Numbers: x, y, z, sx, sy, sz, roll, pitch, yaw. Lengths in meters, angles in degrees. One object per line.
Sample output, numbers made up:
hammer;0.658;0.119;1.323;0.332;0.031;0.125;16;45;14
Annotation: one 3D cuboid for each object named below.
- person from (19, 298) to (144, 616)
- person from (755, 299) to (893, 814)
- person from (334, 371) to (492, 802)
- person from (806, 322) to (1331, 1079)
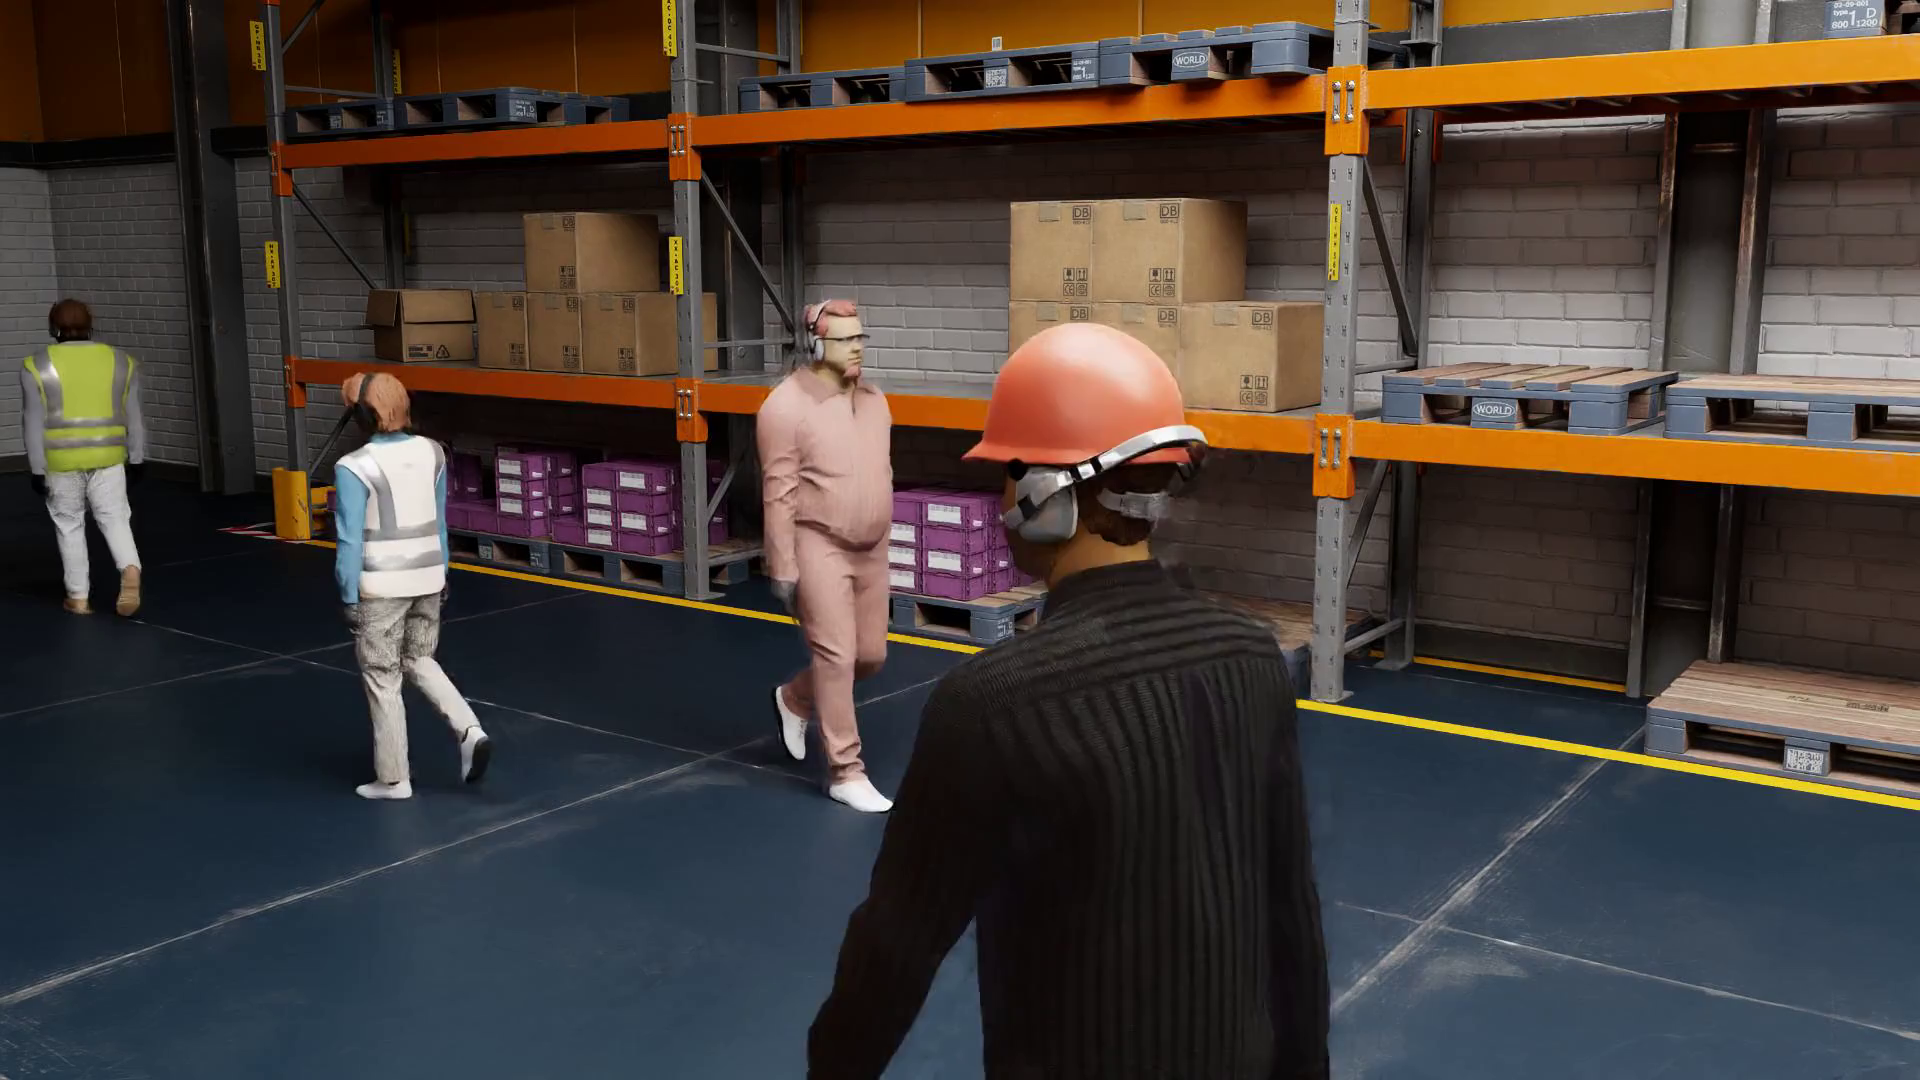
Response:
person;-4.918;-0.450;9.382;0.636;1.819;0.782;-9;13;-42
person;-0.508;0.044;6.245;0.709;1.887;0.650;8;13;40
person;-2.037;0.188;6.149;0.462;1.620;0.531;5;11;28
person;0.120;0.703;2.150;1.037;1.935;0.622;8;12;39
